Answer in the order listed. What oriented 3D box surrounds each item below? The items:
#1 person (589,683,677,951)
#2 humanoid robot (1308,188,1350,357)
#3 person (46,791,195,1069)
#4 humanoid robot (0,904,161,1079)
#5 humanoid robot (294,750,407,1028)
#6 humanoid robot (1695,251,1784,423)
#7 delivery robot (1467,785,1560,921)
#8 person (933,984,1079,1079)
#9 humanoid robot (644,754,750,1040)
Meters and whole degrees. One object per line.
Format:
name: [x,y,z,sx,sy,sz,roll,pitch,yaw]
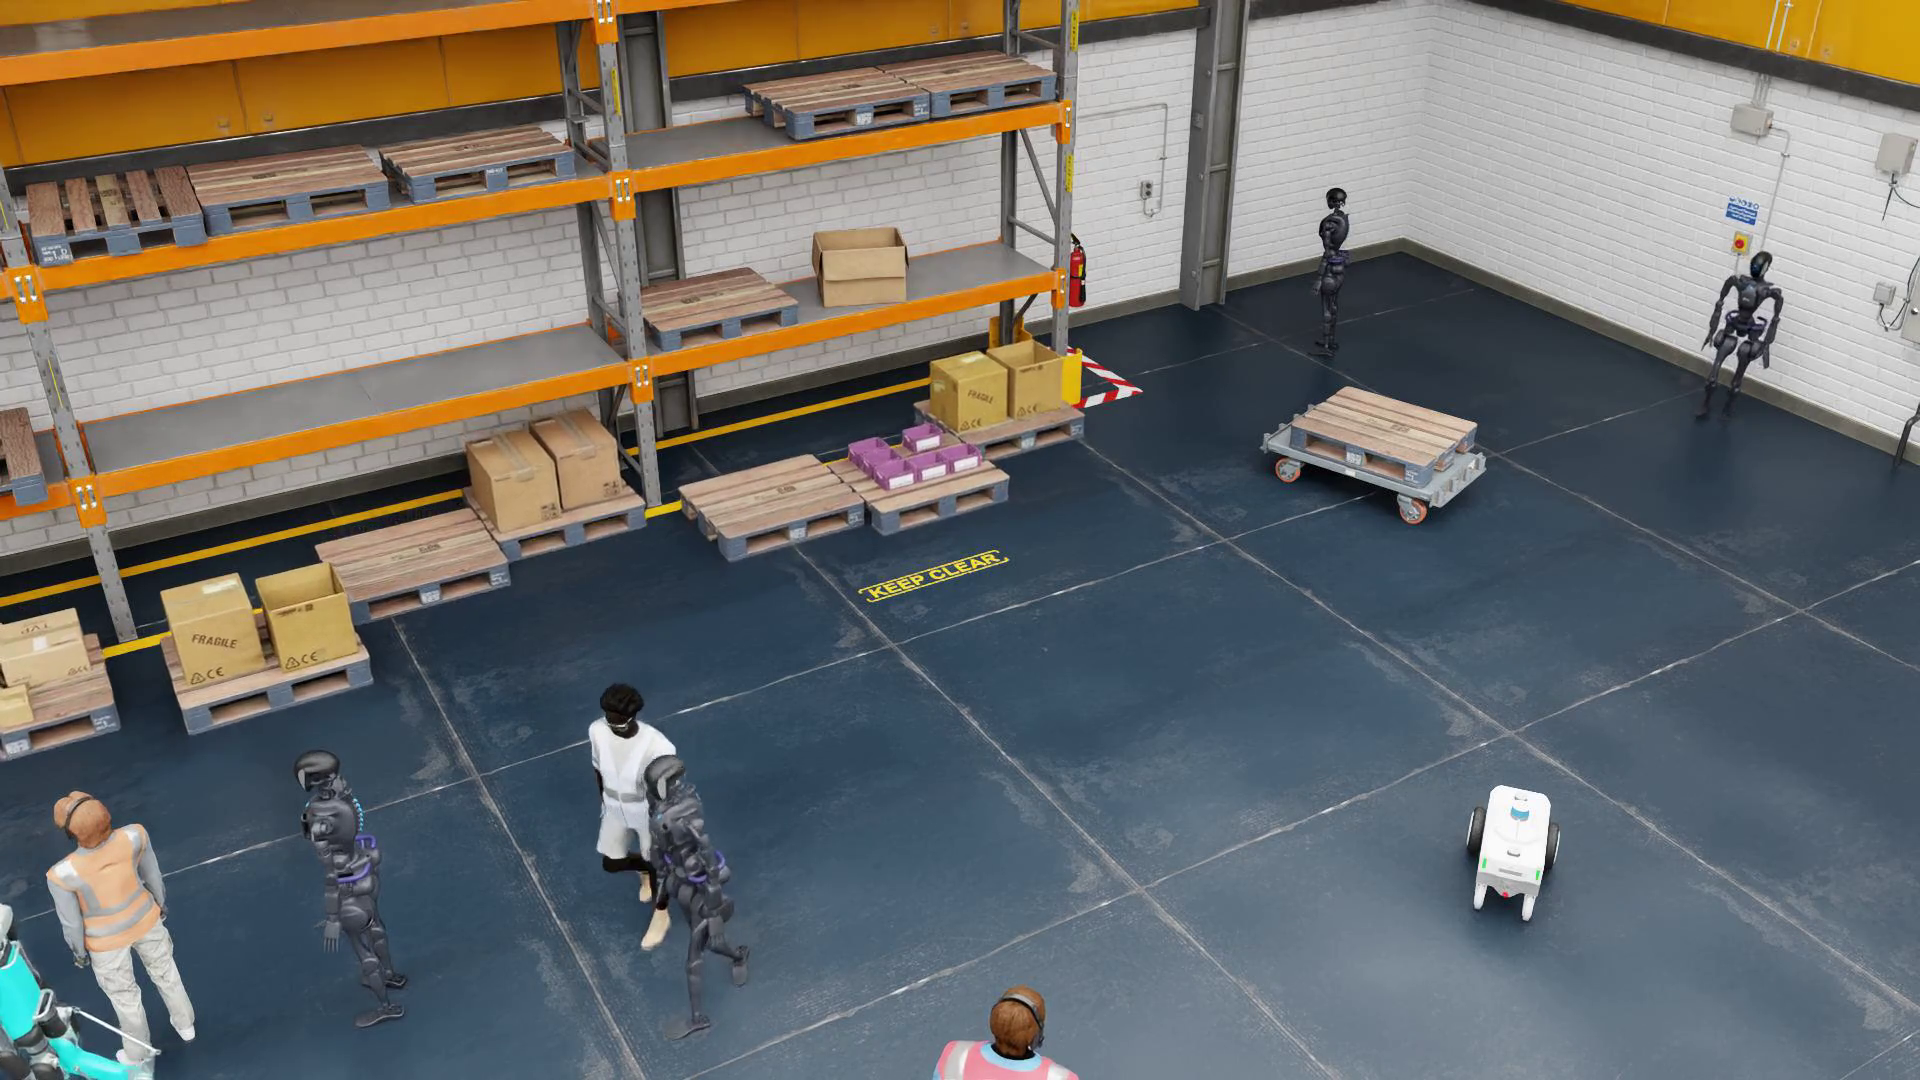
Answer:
person: [-1.726,1.449,8.967,0.537,1.676,0.412,10,31,18]
humanoid robot: [3.590,-2.604,16.141,0.315,1.655,0.599,14,32,23]
person: [-4.121,1.918,8.179,0.306,1.645,0.513,19,34,30]
humanoid robot: [-3.882,2.346,7.427,0.723,1.882,0.553,-7,30,-12]
humanoid robot: [-3.099,1.751,8.430,0.315,1.657,0.599,-4,30,-7]
humanoid robot: [6.927,-1.803,14.744,0.595,1.640,0.419,22,36,34]
delivery robot: [3.189,1.759,9.590,0.499,0.614,0.808,10,31,18]
person: [0.206,2.565,6.850,0.630,1.837,0.431,9,31,15]
humanoid robot: [-1.336,1.756,8.480,0.680,1.625,0.592,-26,38,-38]
